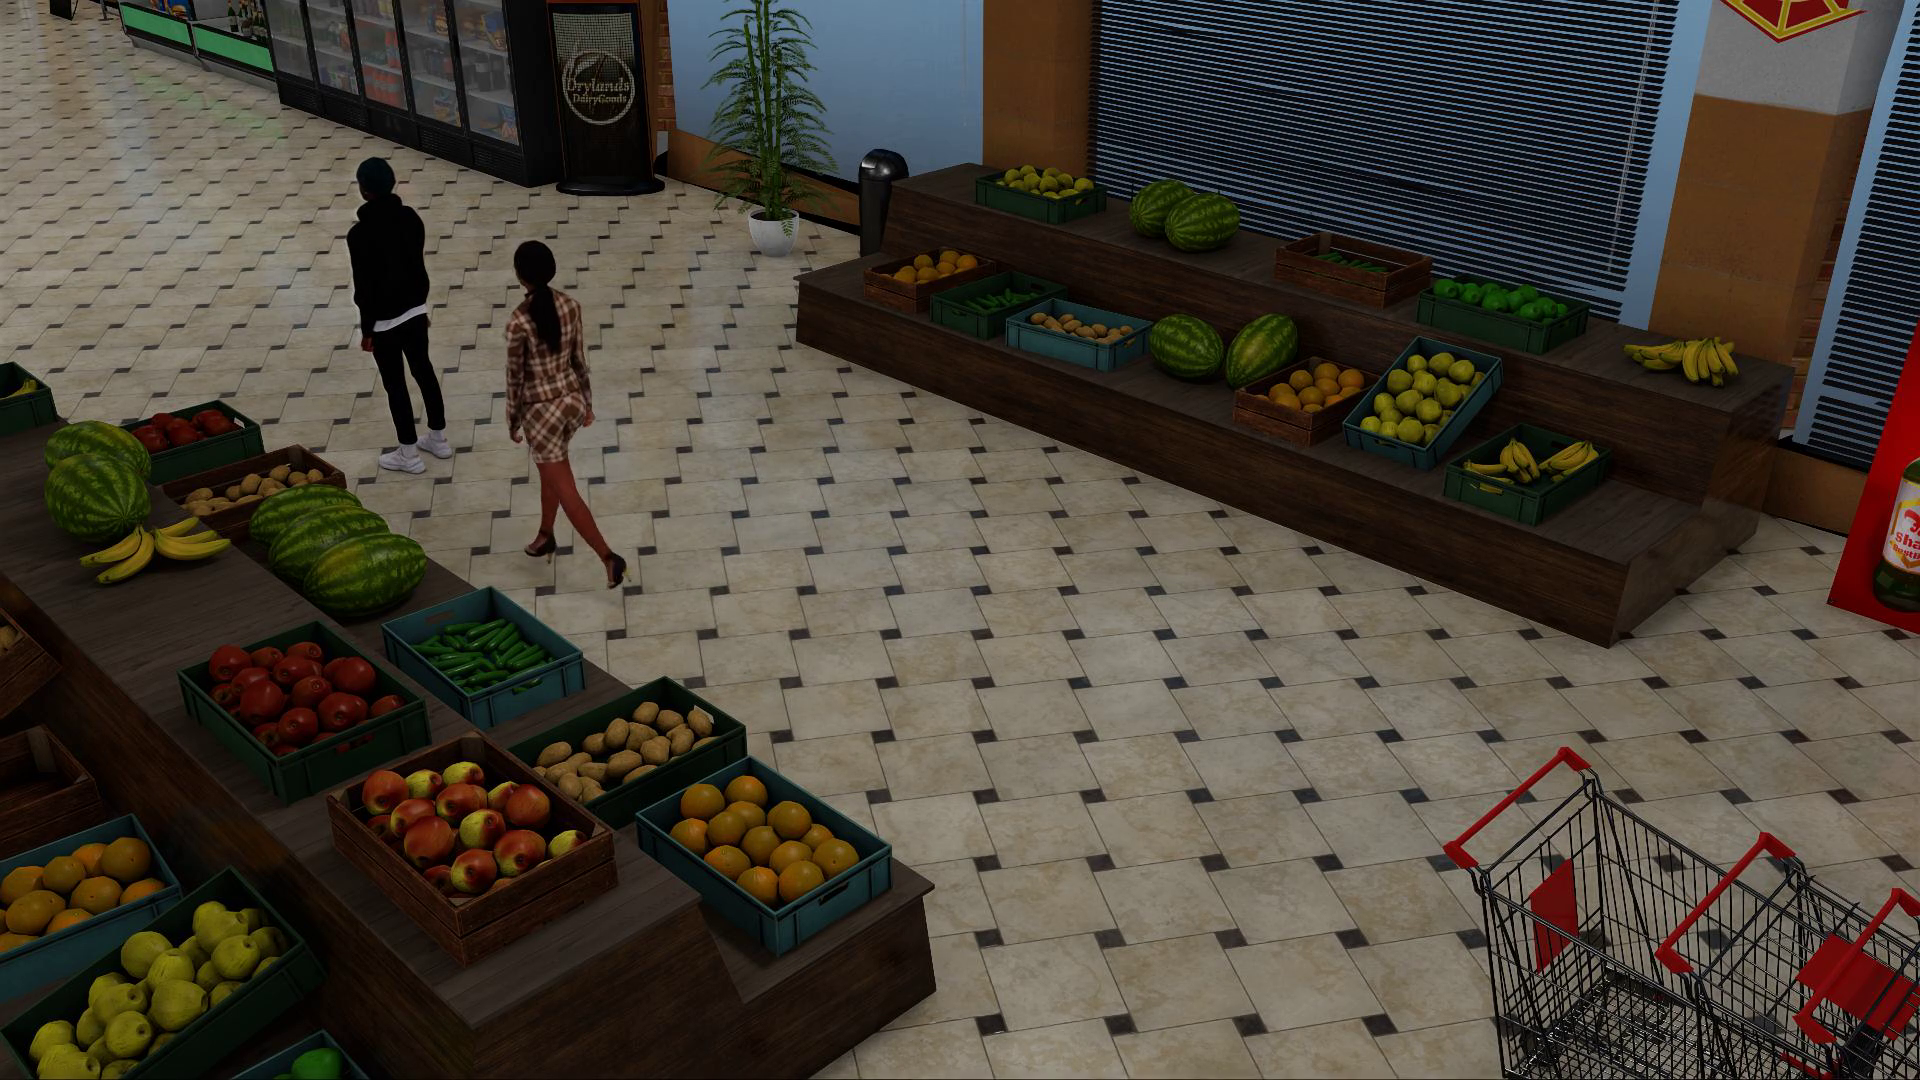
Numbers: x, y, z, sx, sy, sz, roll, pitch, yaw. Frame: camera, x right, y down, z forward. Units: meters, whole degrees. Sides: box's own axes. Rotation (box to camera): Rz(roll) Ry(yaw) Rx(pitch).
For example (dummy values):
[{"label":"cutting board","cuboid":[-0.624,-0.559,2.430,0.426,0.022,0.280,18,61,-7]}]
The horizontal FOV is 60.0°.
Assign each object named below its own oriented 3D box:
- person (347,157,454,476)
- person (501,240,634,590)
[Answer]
[{"label":"person","cuboid":[-3.196,-1.278,9.451,0.689,1.819,0.735,14,30,25]},{"label":"person","cuboid":[-1.926,-0.548,8.081,1.077,1.757,0.652,20,33,34]}]
